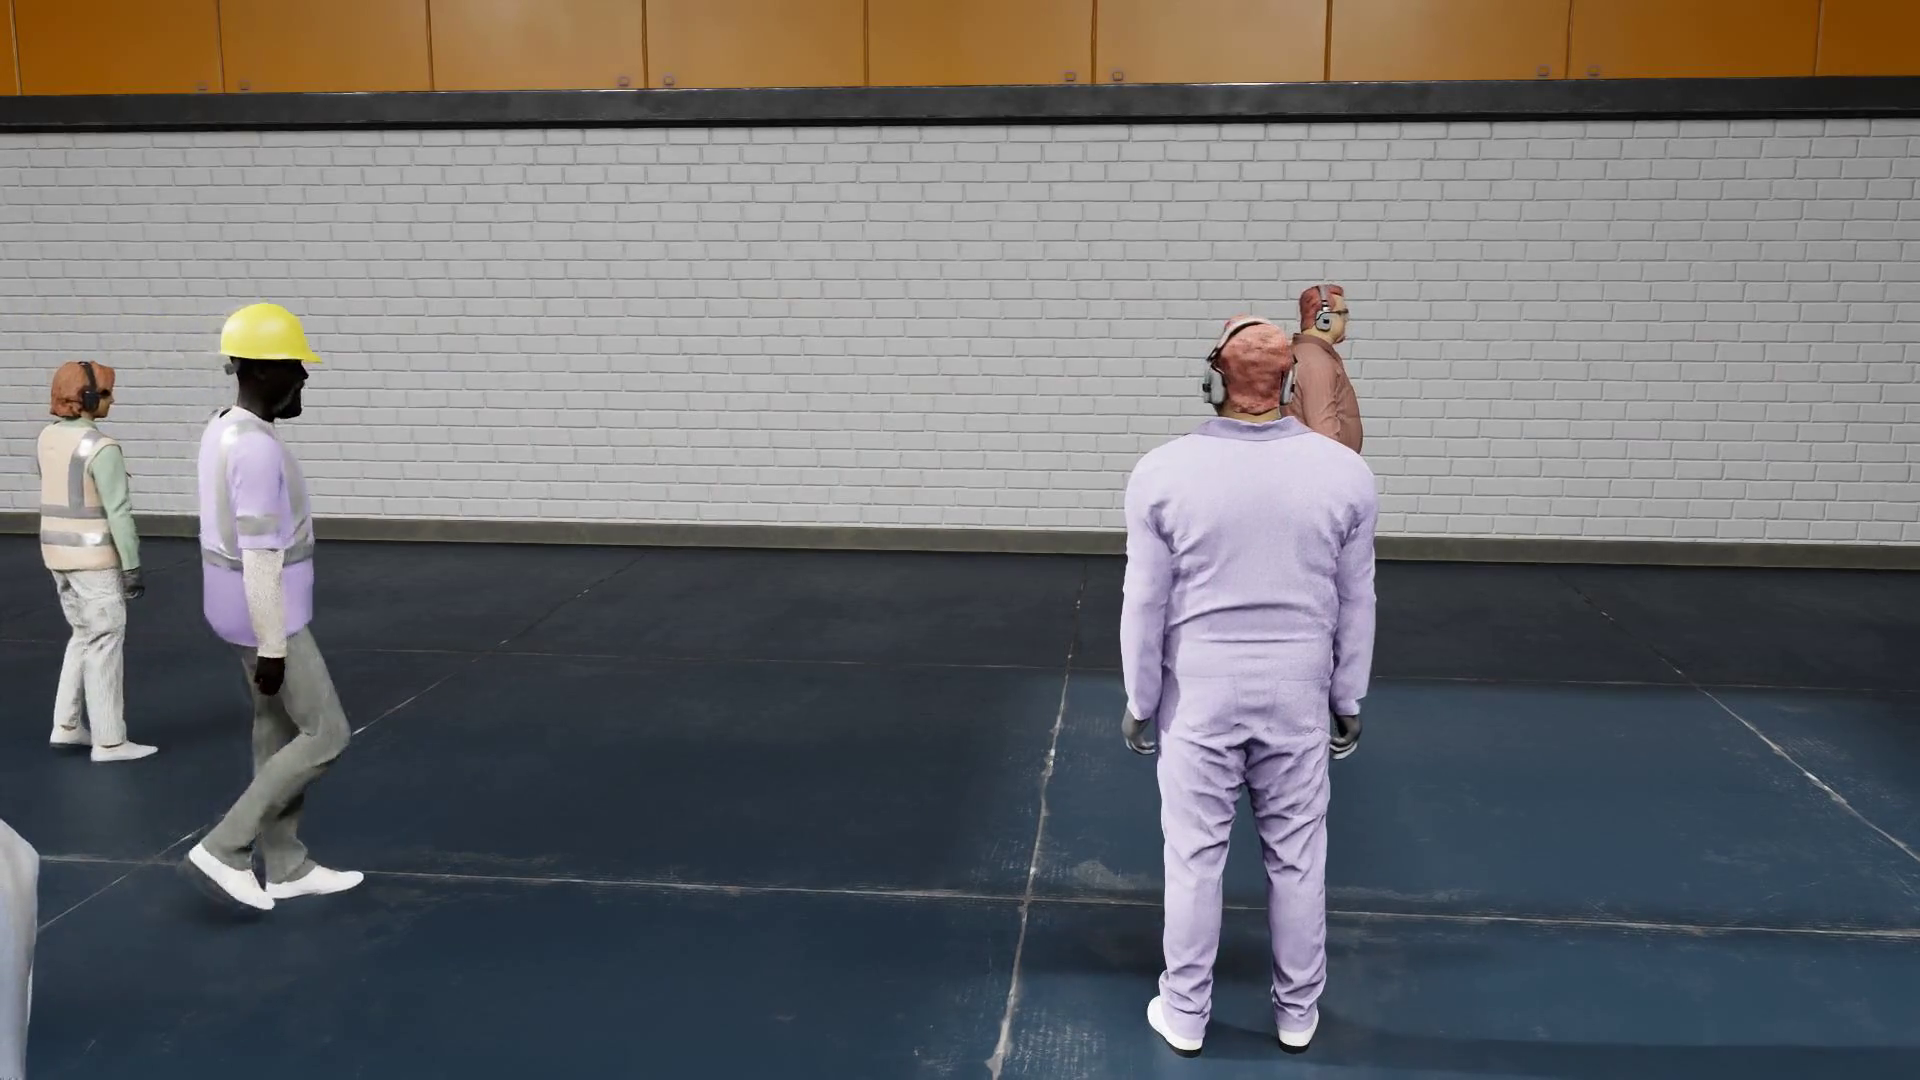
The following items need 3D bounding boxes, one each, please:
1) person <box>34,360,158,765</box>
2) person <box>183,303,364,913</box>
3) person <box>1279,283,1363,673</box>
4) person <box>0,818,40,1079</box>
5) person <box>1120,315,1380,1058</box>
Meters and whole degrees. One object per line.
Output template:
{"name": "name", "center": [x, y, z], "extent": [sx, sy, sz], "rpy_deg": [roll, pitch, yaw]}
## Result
{"name": "person", "center": [-3.504, 0.102, 6.685], "extent": [0.542, 1.633, 0.314], "rpy_deg": [6, 12, 33]}
{"name": "person", "center": [-2.156, 0.227, 5.170], "extent": [0.447, 1.912, 0.591], "rpy_deg": [-6, 12, -32]}
{"name": "person", "center": [1.765, -0.296, 8.182], "extent": [0.410, 1.912, 0.643], "rpy_deg": [0, 10, -2]}
{"name": "person", "center": [-1.129, 0.883, 1.647], "extent": [0.403, 1.835, 0.586], "rpy_deg": [-1, 10, -4]}
{"name": "person", "center": [0.727, 0.386, 4.273], "extent": [0.647, 1.913, 0.409], "rpy_deg": [0, 10, -1]}
